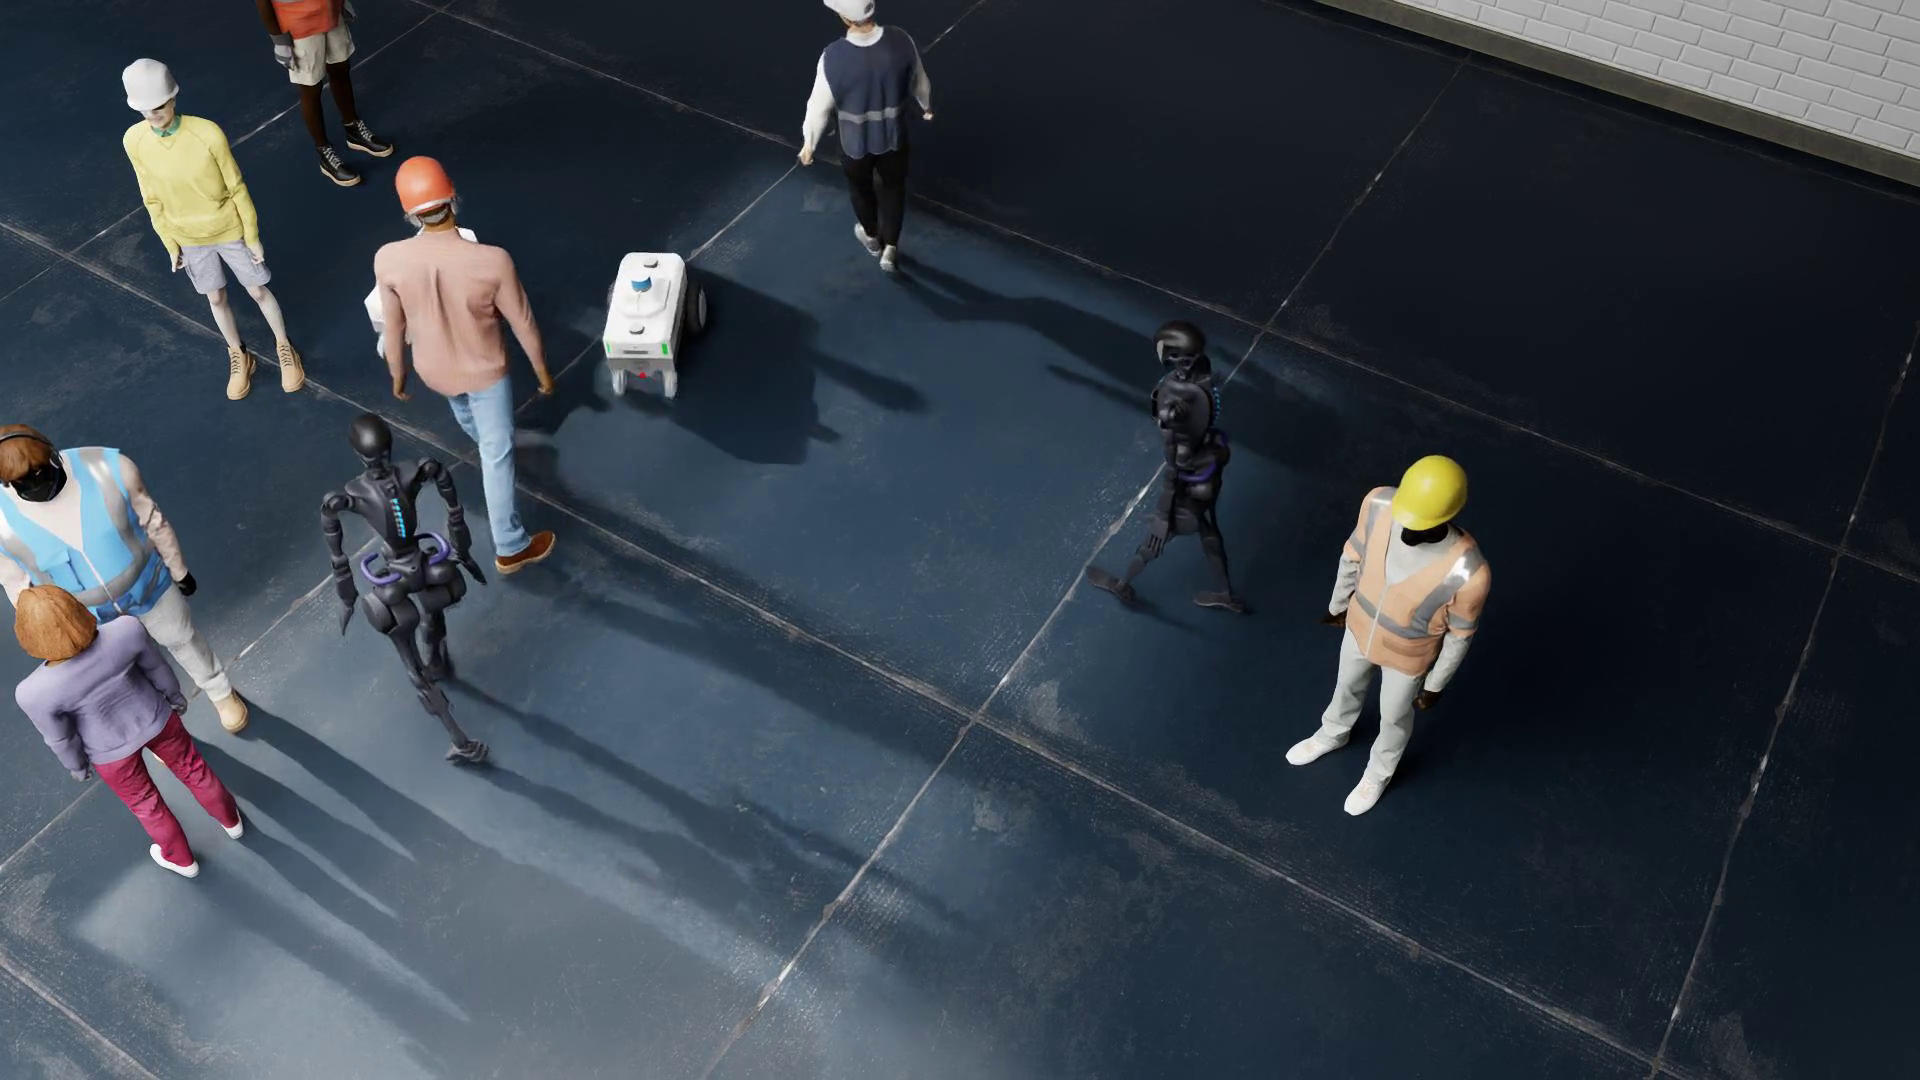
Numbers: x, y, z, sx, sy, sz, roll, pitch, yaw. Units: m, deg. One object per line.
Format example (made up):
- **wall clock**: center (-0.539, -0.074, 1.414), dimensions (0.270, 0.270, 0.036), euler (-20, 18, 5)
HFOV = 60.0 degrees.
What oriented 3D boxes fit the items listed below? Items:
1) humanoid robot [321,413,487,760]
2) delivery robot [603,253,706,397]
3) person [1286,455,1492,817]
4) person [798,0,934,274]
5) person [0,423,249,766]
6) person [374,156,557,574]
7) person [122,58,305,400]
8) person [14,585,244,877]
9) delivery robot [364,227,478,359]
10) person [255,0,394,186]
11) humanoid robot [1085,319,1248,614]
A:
- **humanoid robot**: center (-2.217, 0.201, 6.740), dimensions (0.623, 1.642, 0.756), euler (-30, 55, -24)
- **delivery robot**: center (-1.619, -1.157, 8.618), dimensions (0.499, 0.566, 0.742), euler (1, 49, 1)
- **person**: center (1.647, 0.369, 6.393), dimensions (0.369, 1.925, 0.593), euler (-31, 56, -24)
- **person**: center (-0.467, -2.144, 8.717), dimensions (0.780, 1.730, 0.606), euler (-13, 50, -11)
- **person**: center (-3.365, 0.217, 6.590), dimensions (0.627, 1.838, 0.430), euler (-28, 54, -22)
- **person**: center (-2.172, -0.820, 7.437), dimensions (0.698, 1.915, 1.057), euler (4, 49, 3)
- **person**: center (-3.626, -1.491, 8.042), dimensions (0.473, 1.895, 0.385), euler (-8, 49, -7)
- **person**: center (-3.139, 0.725, 6.274), dimensions (0.286, 1.632, 0.496), euler (31, 56, 24)
- **delivery robot**: center (-2.805, -1.336, 8.806), dimensions (0.499, 0.614, 0.808), euler (12, 50, 10)
- **person**: center (-3.609, -2.911, 9.234), dimensions (0.362, 1.963, 0.611), euler (19, 52, 16)
- **humanoid robot**: center (0.956, -0.266, 7.135), dimensions (0.757, 1.618, 0.611), euler (17, 51, 14)
